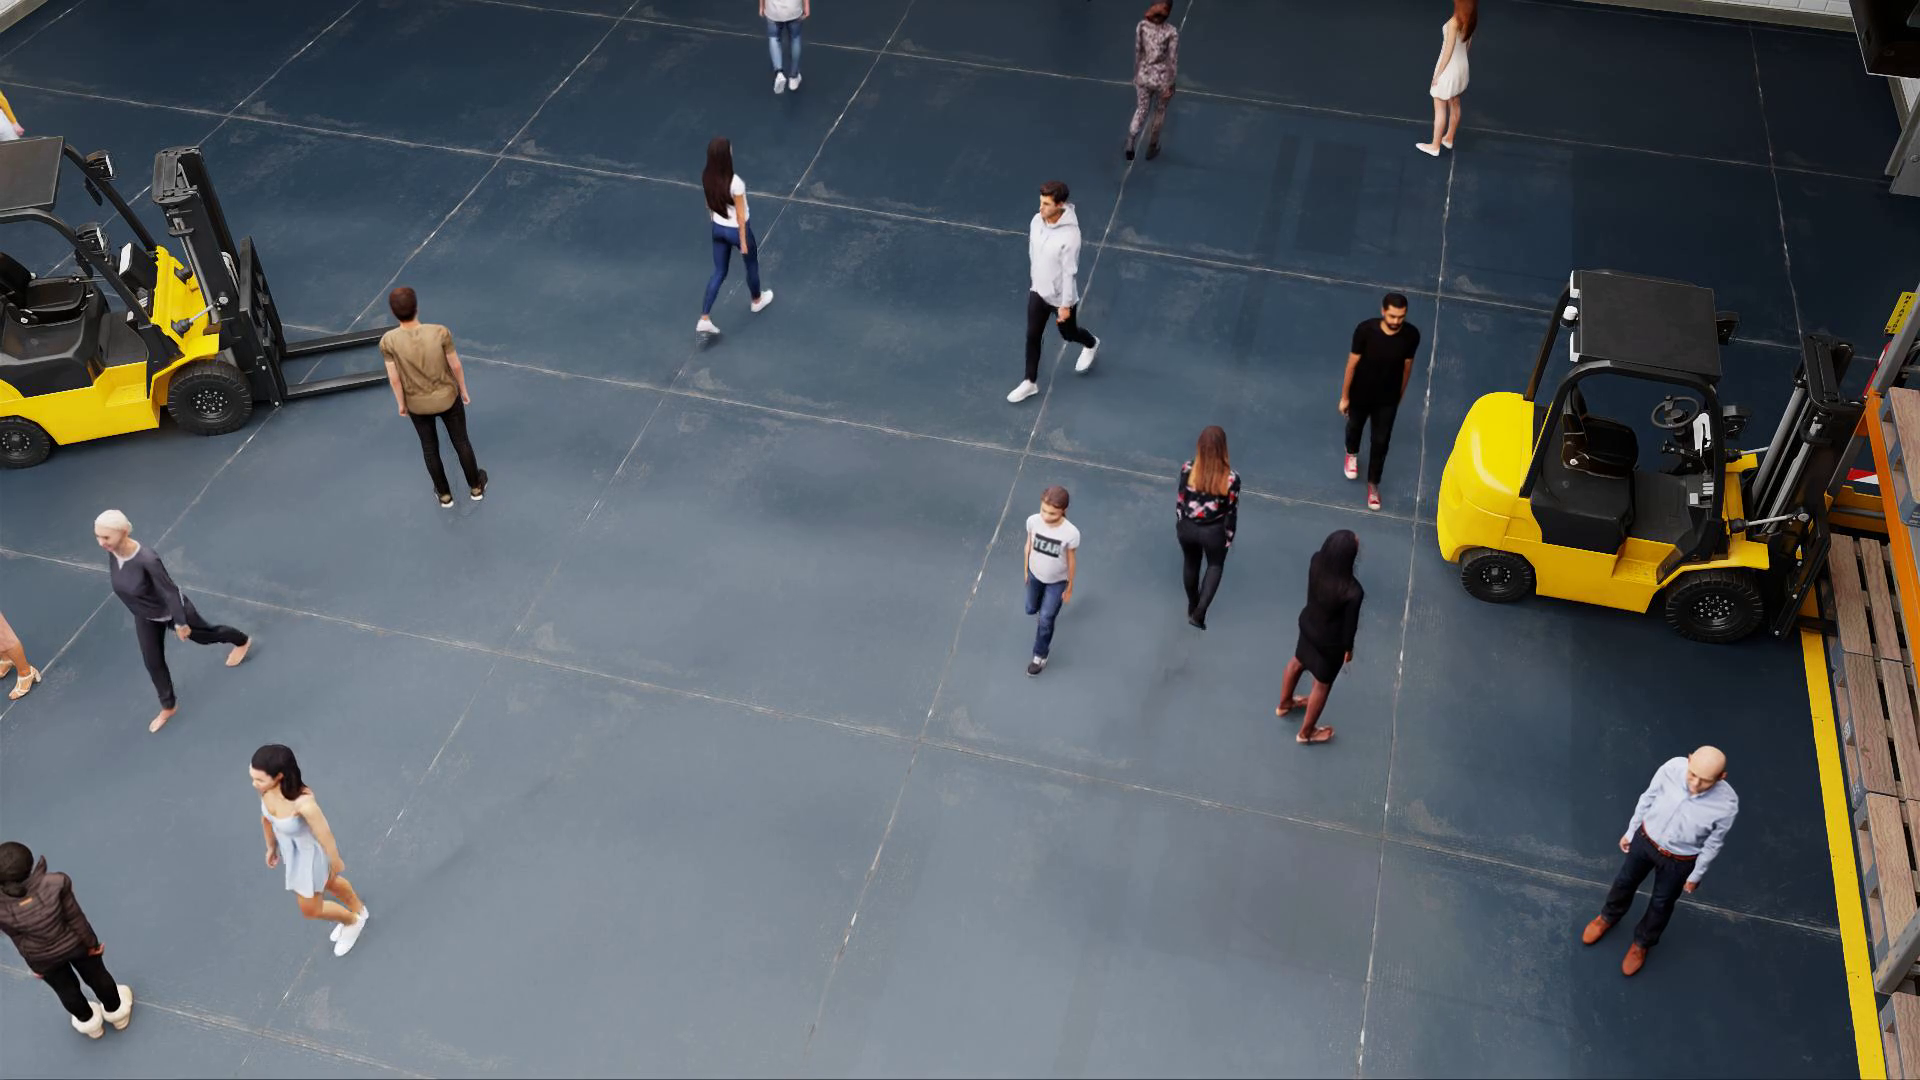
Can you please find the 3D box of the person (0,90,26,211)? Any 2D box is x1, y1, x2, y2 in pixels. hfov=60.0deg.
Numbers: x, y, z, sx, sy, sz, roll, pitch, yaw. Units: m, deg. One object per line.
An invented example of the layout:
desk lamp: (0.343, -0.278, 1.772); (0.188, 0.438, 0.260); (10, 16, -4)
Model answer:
person: (-8.715, -3.766, 14.972); (0.595, 1.751, 0.583); (6, 44, 6)

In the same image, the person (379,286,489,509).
person: (-3.819, -1.025, 12.023); (0.753, 1.850, 0.755); (-12, 45, -12)

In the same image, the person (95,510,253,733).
person: (-5.055, 0.379, 10.669); (0.717, 1.685, 1.148); (16, 46, 16)

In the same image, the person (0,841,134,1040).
person: (-4.773, 2.156, 8.817); (0.775, 1.665, 0.715); (4, 44, 4)

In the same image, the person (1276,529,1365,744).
person: (2.279, 0.589, 10.423); (0.721, 1.719, 0.639); (-17, 46, -17)

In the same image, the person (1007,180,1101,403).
person: (0.816, -1.976, 12.987); (1.055, 1.897, 1.293); (33, 52, 30)

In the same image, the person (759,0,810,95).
person: (-1.757, -5.275, 16.467); (0.828, 1.874, 0.981); (-1, 44, -1)

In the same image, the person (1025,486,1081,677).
person: (0.621, 0.188, 10.967); (0.641, 1.549, 0.893); (20, 47, 20)

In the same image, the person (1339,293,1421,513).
person: (3.032, -1.149, 12.238); (0.681, 1.734, 0.940); (7, 44, 8)

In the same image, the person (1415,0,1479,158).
person: (4.658, -4.461, 15.732); (0.624, 1.709, 0.707); (-29, 51, -27)

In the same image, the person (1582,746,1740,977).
person: (3.898, 1.713, 9.192); (0.756, 1.790, 0.735); (-33, 53, -30)

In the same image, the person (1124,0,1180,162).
person: (1.779, -4.257, 15.522); (0.710, 1.702, 0.930); (22, 48, 21)

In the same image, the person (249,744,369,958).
person: (-3.568, 1.664, 9.297); (0.679, 1.716, 0.720); (28, 50, 26)

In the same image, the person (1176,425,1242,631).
person: (1.606, -0.031, 11.110); (0.592, 1.669, 0.755); (14, 45, 14)

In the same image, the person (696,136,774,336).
person: (-1.939, -2.449, 13.594); (0.866, 1.744, 1.200); (25, 49, 24)
